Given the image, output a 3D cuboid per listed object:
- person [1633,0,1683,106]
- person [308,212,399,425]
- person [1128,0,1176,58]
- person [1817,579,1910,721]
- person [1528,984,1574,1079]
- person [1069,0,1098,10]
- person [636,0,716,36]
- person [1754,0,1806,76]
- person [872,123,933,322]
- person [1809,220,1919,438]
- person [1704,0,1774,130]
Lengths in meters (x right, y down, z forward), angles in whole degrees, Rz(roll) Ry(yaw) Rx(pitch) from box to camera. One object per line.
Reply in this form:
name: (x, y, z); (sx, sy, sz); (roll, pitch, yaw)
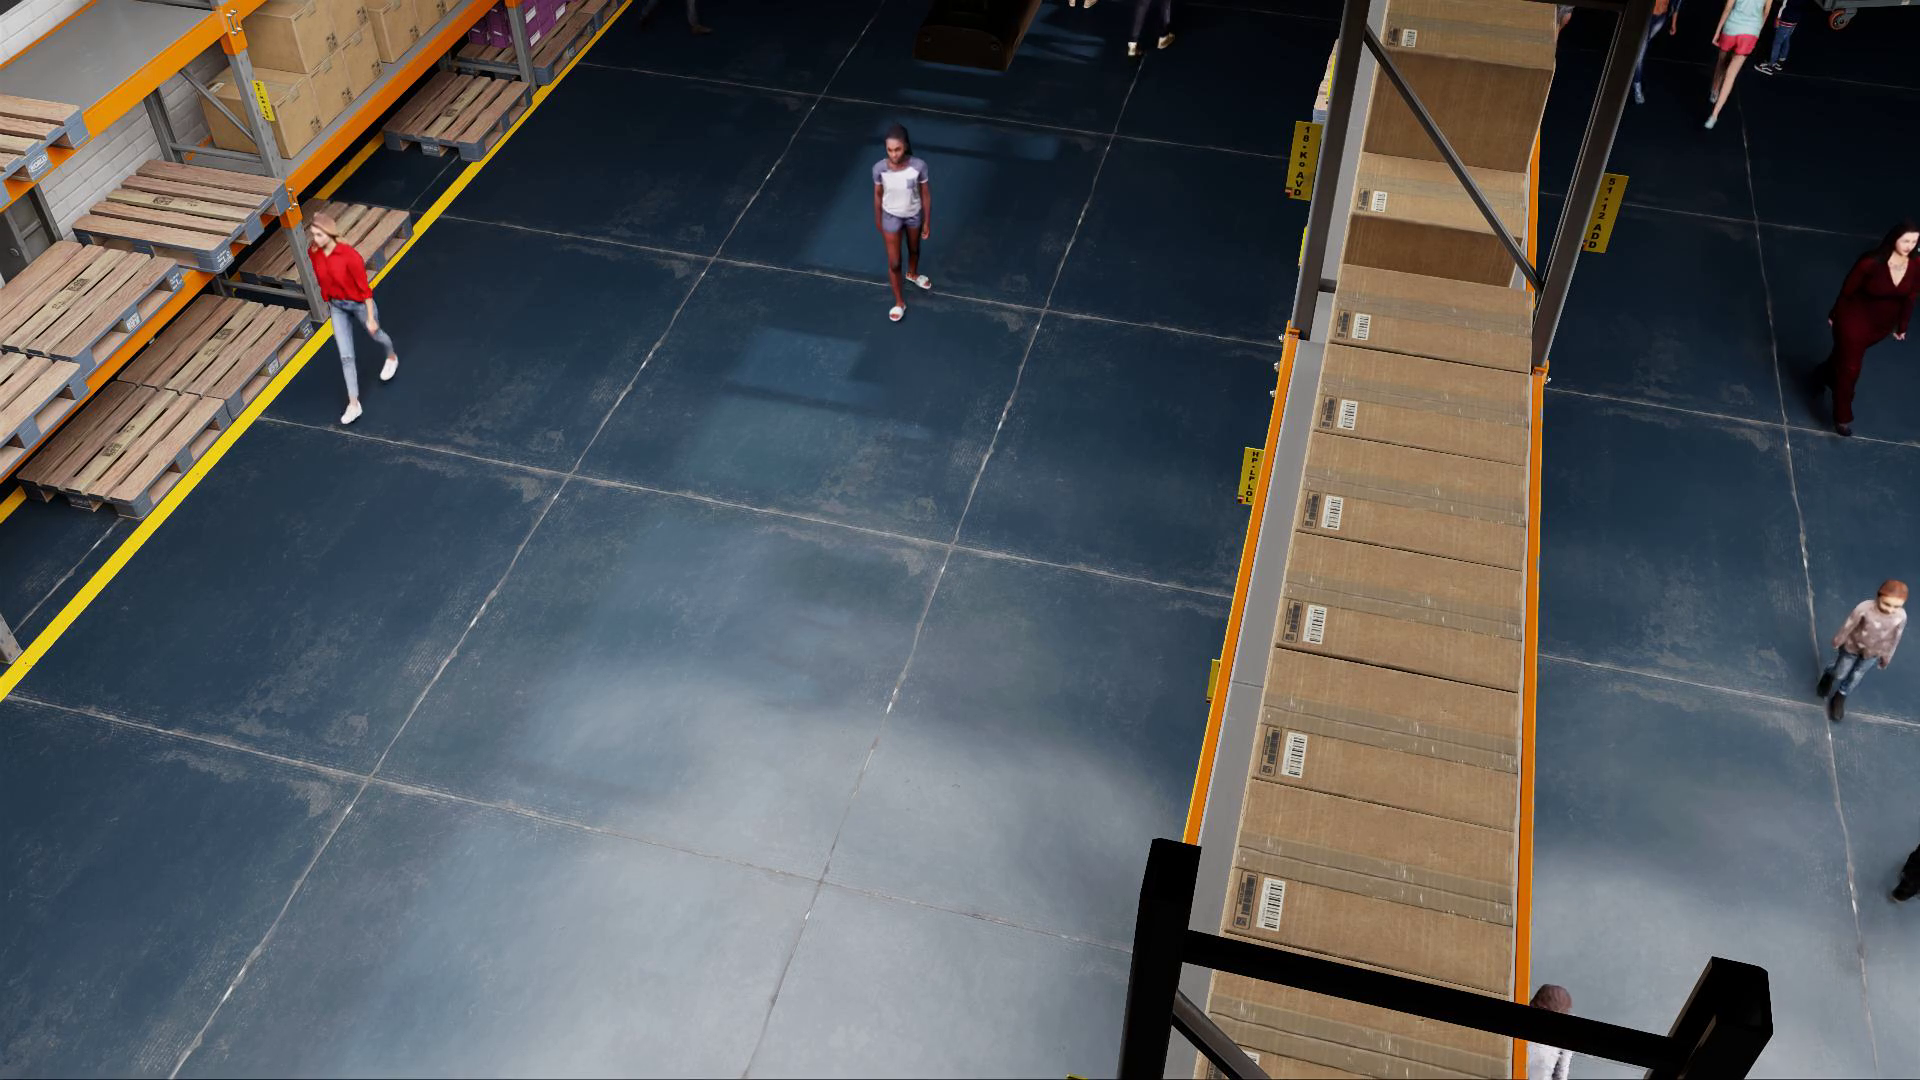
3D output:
person: (6.757, -5.150, 16.346); (0.841, 1.577, 1.118); (-2, 44, -2)
person: (-4.623, -1.809, 12.783); (0.680, 1.654, 1.111); (7, 44, 8)
person: (1.931, -5.735, 16.746); (0.857, 1.873, 1.119); (22, 48, 22)
person: (5.737, 0.636, 10.557); (0.493, 1.184, 0.577); (12, 45, 12)
person: (2.771, 2.602, 8.259); (0.564, 1.508, 1.079); (9, 44, 9)
person: (1.323, -6.548, 17.654); (0.579, 1.797, 0.496); (10, 45, 11)
person: (-2.994, -6.006, 17.129); (0.996, 1.736, 1.088); (-8, 44, -9)
person: (8.368, -5.304, 16.765); (0.561, 1.222, 0.642); (-28, 50, -26)
person: (-0.451, -2.659, 13.647); (0.807, 1.694, 0.979); (-5, 44, -6)
person: (6.835, -1.714, 12.644); (0.907, 1.708, 1.162); (-3, 44, -3)
person: (7.414, -4.750, 15.823); (0.741, 1.719, 1.211); (20, 47, 20)
